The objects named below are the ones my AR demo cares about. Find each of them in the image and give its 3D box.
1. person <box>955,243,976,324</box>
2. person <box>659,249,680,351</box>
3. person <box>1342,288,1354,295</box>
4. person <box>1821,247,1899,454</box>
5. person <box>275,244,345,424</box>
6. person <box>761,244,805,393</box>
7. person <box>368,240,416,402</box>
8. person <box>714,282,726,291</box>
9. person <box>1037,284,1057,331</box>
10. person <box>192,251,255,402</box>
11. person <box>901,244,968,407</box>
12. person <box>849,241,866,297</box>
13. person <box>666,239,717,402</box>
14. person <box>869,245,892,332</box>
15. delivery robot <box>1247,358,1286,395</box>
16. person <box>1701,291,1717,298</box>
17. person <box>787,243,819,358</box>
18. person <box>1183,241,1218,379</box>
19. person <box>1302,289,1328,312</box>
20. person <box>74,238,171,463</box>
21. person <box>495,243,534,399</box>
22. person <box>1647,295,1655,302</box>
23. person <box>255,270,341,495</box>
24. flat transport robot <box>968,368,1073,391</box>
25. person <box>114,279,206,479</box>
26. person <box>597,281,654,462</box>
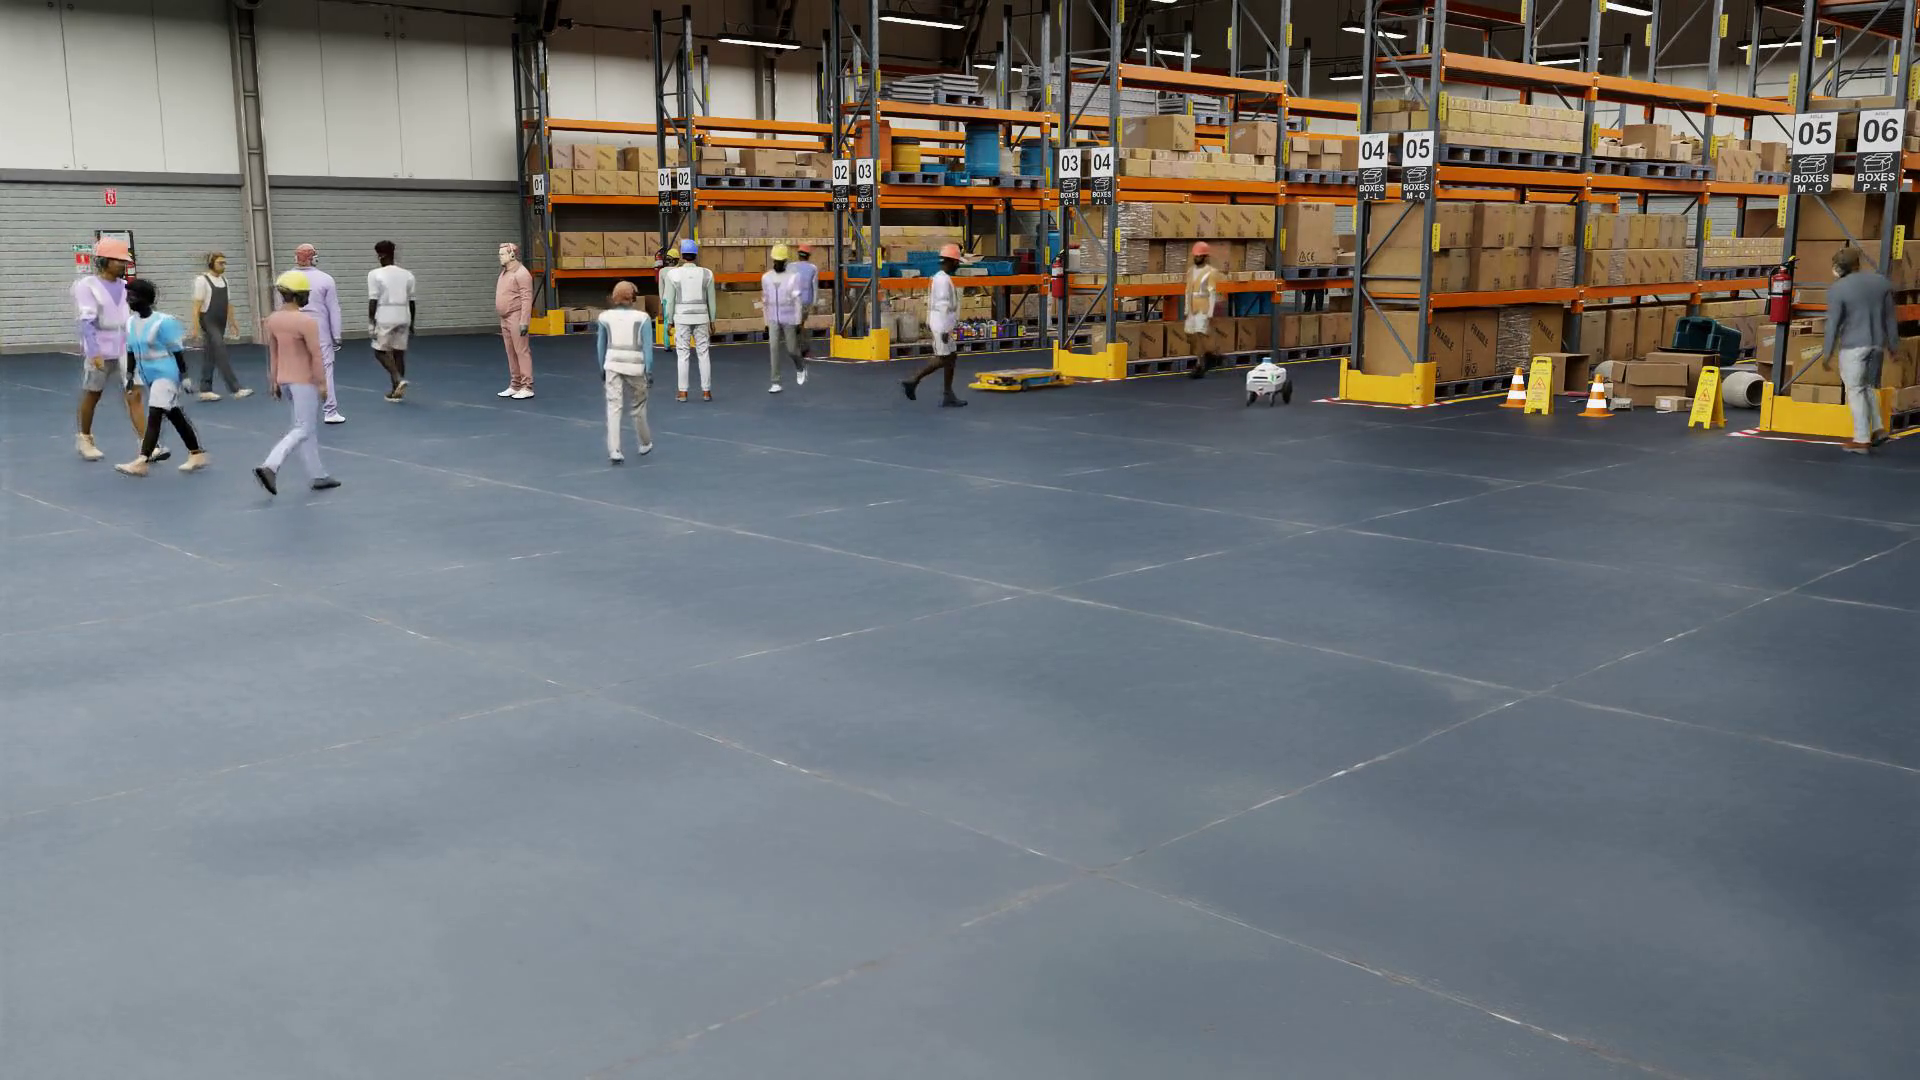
[{"bbox_3d":[0.036,-5.067,33.617,0.526,1.841,0.831,9,14,40],"label":"person"},{"bbox_3d":[-4.955,-4.149,28.806,0.533,1.767,0.326,4,11,23],"label":"person"},{"bbox_3d":[8.236,-5.293,34.656,0.426,1.913,0.661,-6,12,-29],"label":"person"},{"bbox_3d":[8.319,-1.759,15.437,0.662,1.889,0.560,-3,11,-16],"label":"person"},{"bbox_3d":[-6.905,-2.190,17.738,0.651,1.906,0.409,0,10,-1],"label":"person"},{"bbox_3d":[-2.254,-2.866,21.445,0.594,1.899,0.706,3,11,18],"label":"person"},{"bbox_3d":[-6.802,-2.618,19.966,0.567,1.943,0.648,9,14,41],"label":"person"},{"bbox_3d":[-5.122,-5.083,33.837,0.597,1.780,0.931,4,11,19],"label":"person"},{"bbox_3d":[1.828,-5.222,35.004,0.310,1.636,0.523,-9,14,-40],"label":"person"},{"bbox_3d":[-8.897,-2.572,20.096,0.898,1.802,0.539,2,11,11],"label":"person"},{"bbox_3d":[-0.291,-2.504,19.474,0.702,1.904,0.587,0,10,3],"label":"person"},{"bbox_3d":[-2.174,-5.451,35.576,0.887,1.892,0.600,-9,14,-41],"label":"person"},{"bbox_3d":[-3.266,-2.663,20.199,0.618,1.945,0.394,-3,11,-18],"label":"person"},{"bbox_3d":[-1.411,-4.497,30.552,0.537,1.817,0.947,5,12,26],"label":"person"},{"bbox_3d":[3.678,-1.945,19.950,0.477,0.478,0.707,4,11,22],"label":"delivery robot"},{"bbox_3d":[14.002,-4.554,31.418,0.679,1.612,0.504,-4,11,-19],"label":"person"},{"bbox_3d":[-2.591,-3.953,27.434,0.592,1.884,0.950,-5,11,-24],"label":"person"},{"bbox_3d":[3.412,-3.242,23.439,0.554,1.918,0.562,-7,13,-34],"label":"person"},{"bbox_3d":[7.173,-5.137,33.589,0.610,1.986,0.392,8,13,37],"label":"person"},{"bbox_3d":[-7.512,-1.669,14.725,1.102,1.984,0.621,6,12,29],"label":"person"},{"bbox_3d":[-5.520,-2.701,20.522,0.401,1.906,0.651,-8,13,-39],"label":"person"},{"bbox_3d":[15.079,-5.434,36.170,0.279,1.633,0.499,3,11,14],"label":"person"},{"bbox_3d":[-5.193,-1.228,12.946,0.534,1.737,0.790,6,12,30],"label":"person"},{"bbox_3d":[0.809,-2.130,21.987,0.652,0.197,1.431,9,14,40],"label":"flat transport robot"},{"bbox_3d":[-6.691,-1.341,13.806,0.534,1.633,0.899,6,12,30],"label":"person"},{"bbox_3d":[-2.991,-1.517,14.910,0.533,1.588,0.853,1,10,5],"label":"person"}]
